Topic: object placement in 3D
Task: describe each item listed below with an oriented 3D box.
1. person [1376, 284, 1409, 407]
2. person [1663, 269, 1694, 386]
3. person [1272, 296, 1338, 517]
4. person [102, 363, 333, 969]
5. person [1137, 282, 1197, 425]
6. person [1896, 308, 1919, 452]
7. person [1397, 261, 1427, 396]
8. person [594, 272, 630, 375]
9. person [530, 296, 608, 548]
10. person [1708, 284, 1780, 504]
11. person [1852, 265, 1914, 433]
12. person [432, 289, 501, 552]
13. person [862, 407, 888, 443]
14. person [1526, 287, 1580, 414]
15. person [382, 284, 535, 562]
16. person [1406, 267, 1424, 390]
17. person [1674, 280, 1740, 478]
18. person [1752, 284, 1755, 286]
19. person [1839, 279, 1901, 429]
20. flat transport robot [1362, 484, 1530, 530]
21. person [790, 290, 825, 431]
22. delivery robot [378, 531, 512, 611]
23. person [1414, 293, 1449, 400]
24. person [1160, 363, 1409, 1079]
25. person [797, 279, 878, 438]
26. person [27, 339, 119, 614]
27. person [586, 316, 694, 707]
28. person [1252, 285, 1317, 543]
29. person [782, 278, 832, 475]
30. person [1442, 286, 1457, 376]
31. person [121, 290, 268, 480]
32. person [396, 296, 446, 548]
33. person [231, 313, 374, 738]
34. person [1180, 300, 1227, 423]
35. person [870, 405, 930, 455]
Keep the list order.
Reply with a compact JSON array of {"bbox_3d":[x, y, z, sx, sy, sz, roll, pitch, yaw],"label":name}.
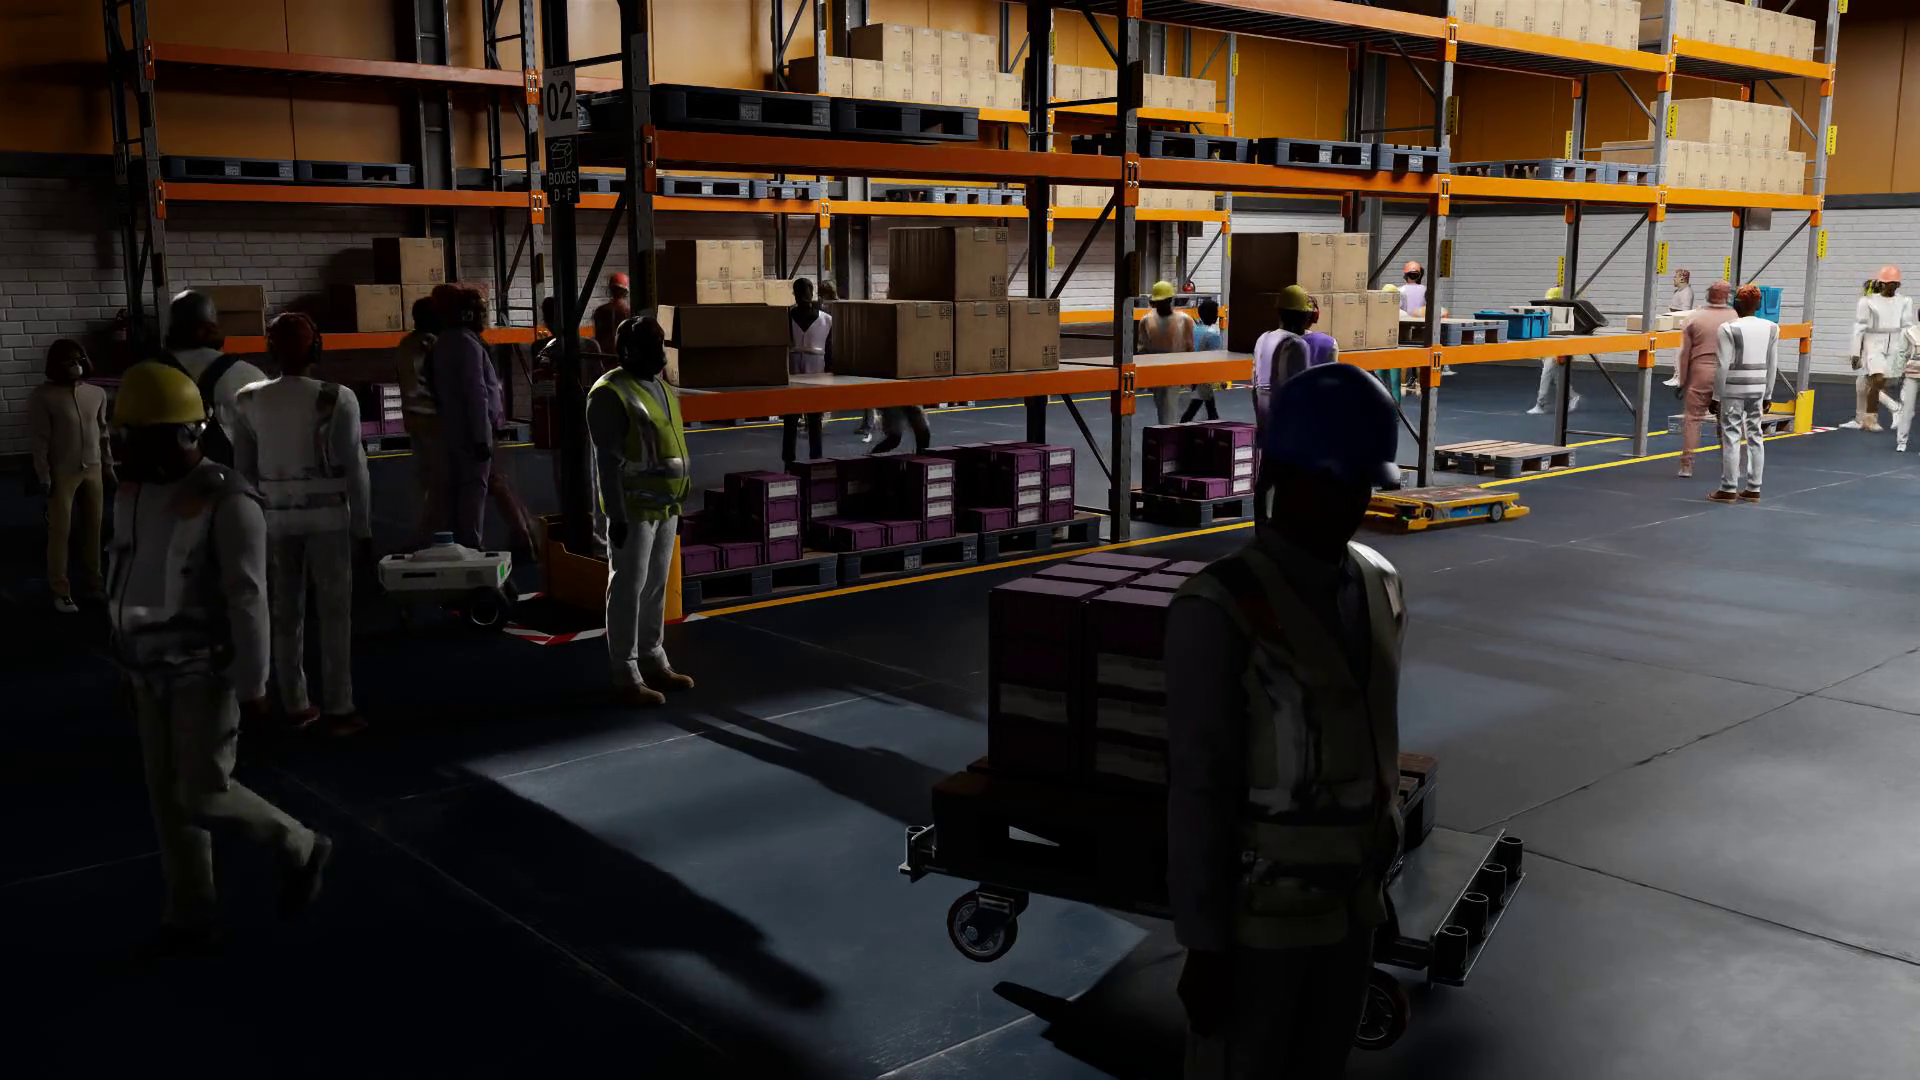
[{"bbox_3d":[5.478,-2.383,21.294,0.322,1.769,0.523,-9,13,-43],"label":"person"},{"bbox_3d":[11.811,-3.487,27.344,0.407,1.910,0.638,4,10,20],"label":"person"},{"bbox_3d":[2.527,-0.907,12.421,0.569,1.843,0.373,3,10,19],"label":"person"},{"bbox_3d":[-2.287,0.369,5.038,0.604,1.819,0.512,6,12,33],"label":"person"},{"bbox_3d":[2.138,-1.760,17.375,0.610,1.858,1.003,4,11,23],"label":"person"},{"bbox_3d":[10.430,-1.757,18.024,0.518,1.634,0.311,3,10,19],"label":"person"},{"bbox_3d":[6.837,-3.203,25.278,0.605,2.045,0.378,-1,10,-9],"label":"person"},{"bbox_3d":[-3.770,-1.961,18.281,0.628,1.959,0.972,3,10,16],"label":"person"},{"bbox_3d":[-2.783,-0.836,12.015,0.609,1.850,0.385,-1,10,-8],"label":"person"},{"bbox_3d":[6.734,-1.250,14.317,0.584,1.882,0.337,-2,10,-11],"label":"person"},{"bbox_3d":[11.131,-2.281,19.986,0.596,2.004,0.776,0,10,0],"label":"person"},{"bbox_3d":[-3.278,-0.723,11.164,0.402,1.906,0.651,-7,12,-34],"label":"person"},{"bbox_3d":[-0.920,-1.925,19.002,0.497,1.633,0.288,0,10,-2],"label":"person"},{"bbox_3d":[8.065,-2.562,22.491,0.784,1.714,0.493,-2,10,-11],"label":"person"},{"bbox_3d":[-3.438,-0.779,11.416,1.042,1.936,0.647,-1,10,-3],"label":"person"},{"bbox_3d":[7.225,-3.354,26.408,0.361,1.957,0.618,0,10,2],"label":"person"},{"bbox_3d":[7.209,-1.533,15.925,0.647,1.906,0.403,4,10,22],"label":"person"},{"bbox_3d":[11.650,-2.915,24.534,0.695,1.721,0.368,-7,12,-34],"label":"person"},{"bbox_3d":[11.201,-2.250,20.295,0.711,1.846,0.521,9,13,43],"label":"person"},{"bbox_3d":[3.841,-0.278,13.343,1.431,0.197,0.652,-6,12,-33],"label":"flat transport robot"},{"bbox_3d":[-1.908,-2.249,20.317,0.600,1.829,0.404,8,13,40],"label":"person"},{"bbox_3d":[-2.927,0.195,9.470,0.707,0.478,0.477,-2,10,-9],"label":"delivery robot"},{"bbox_3d":[6.920,-2.884,24.468,0.537,1.689,0.356,4,11,23],"label":"person"},{"bbox_3d":[0.606,0.650,3.018,0.616,1.941,0.401,-9,13,-43],"label":"person"},{"bbox_3d":[-1.420,-2.132,19.576,1.047,1.864,0.697,-8,13,-39],"label":"person"},{"bbox_3d":[-5.314,-0.388,10.000,0.280,1.634,0.498,5,11,27],"label":"person"},{"bbox_3d":[-1.504,-0.144,7.962,0.429,1.845,0.621,3,10,18],"label":"person"},{"bbox_3d":[2.288,-0.830,11.771,0.396,1.917,0.635,-4,11,-24],"label":"person"},{"bbox_3d":[-1.484,-1.525,15.825,0.587,1.920,0.391,-1,10,-8],"label":"person"},{"bbox_3d":[8.455,-3.690,29.390,0.774,1.605,0.525,0,10,-3],"label":"person"},{"bbox_3d":[-3.687,-0.271,8.123,0.703,2.000,0.984,-4,11,-23],"label":"person"},{"bbox_3d":[-3.735,-0.804,11.834,0.429,1.842,0.629,-9,13,-42],"label":"person"},{"bbox_3d":[-2.898,-0.044,7.362,0.584,1.896,0.526,0,10,1],"label":"person"},{"bbox_3d":[2.716,-1.811,18.287,0.891,1.643,0.541,-3,10,-19],"label":"person"},{"bbox_3d":[-0.520,-1.268,14.363,0.899,1.909,0.560,3,10,16],"label":"person"}]
